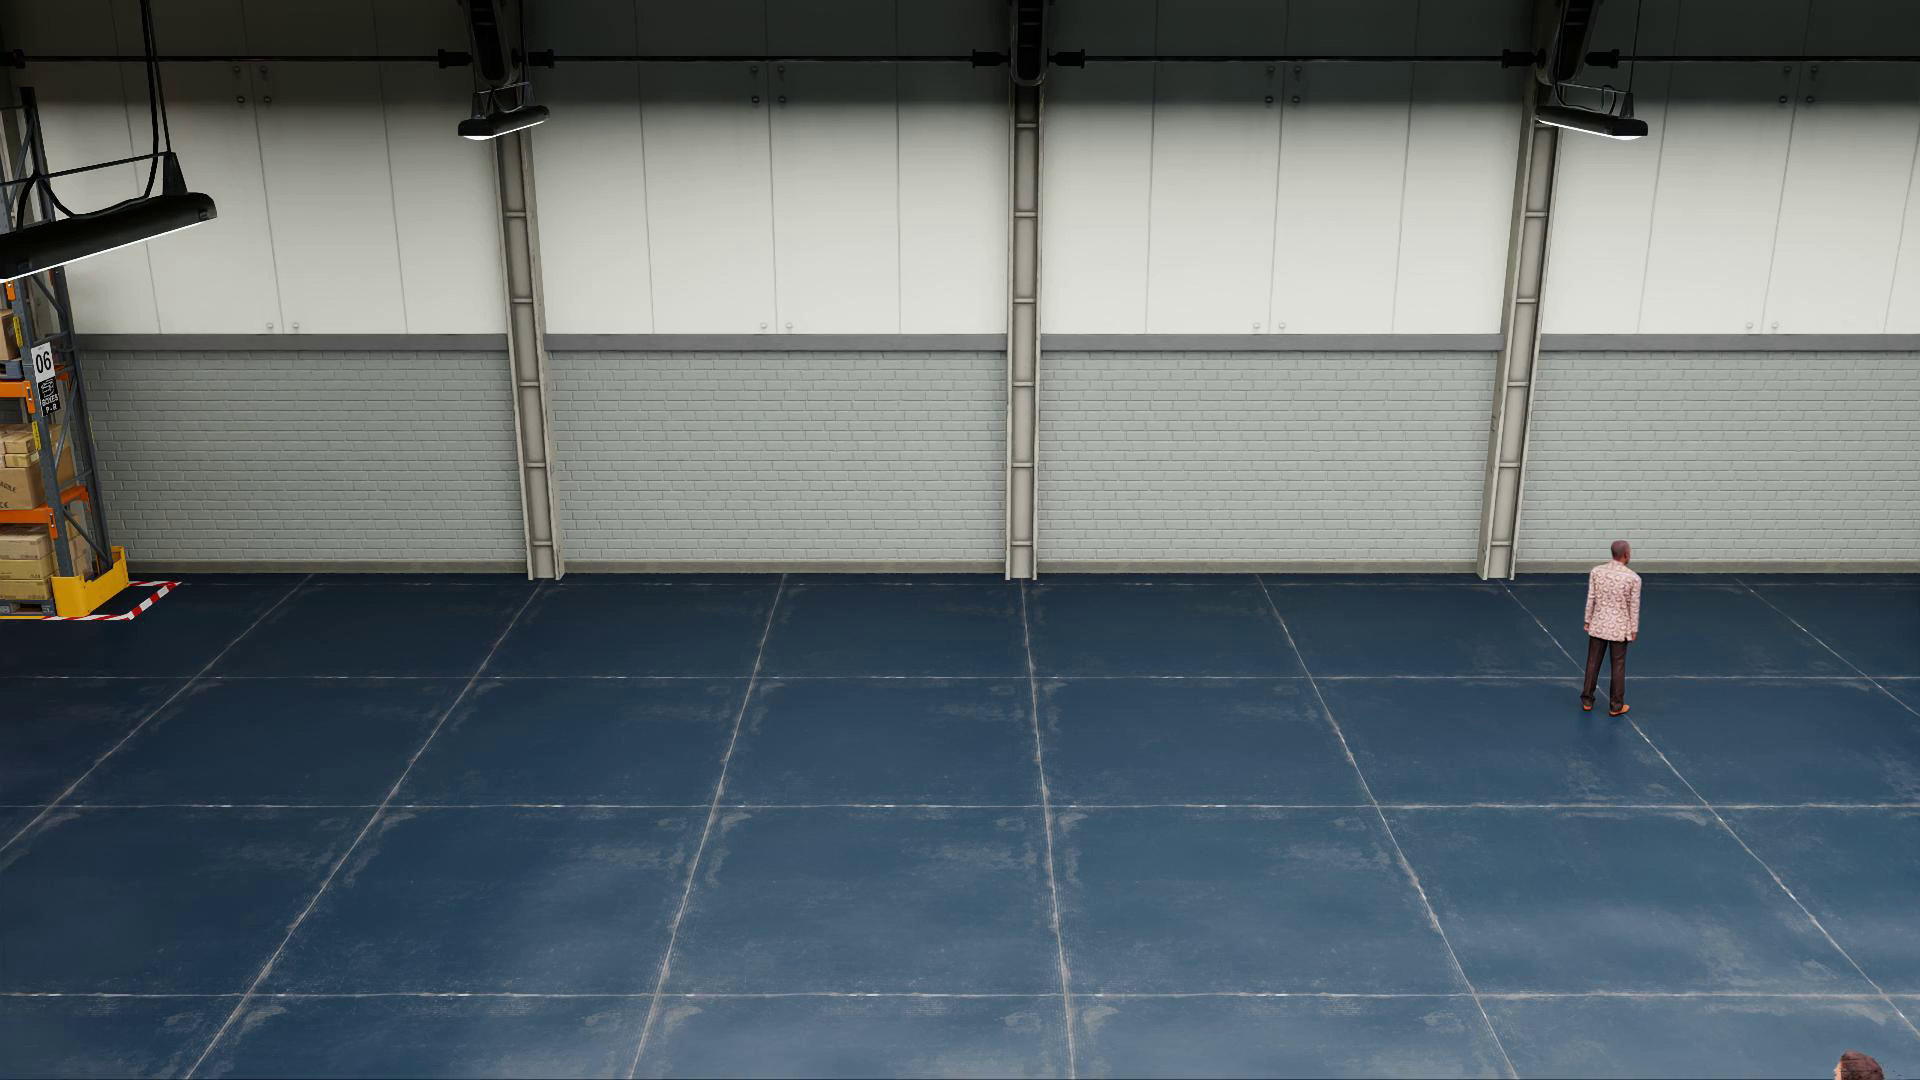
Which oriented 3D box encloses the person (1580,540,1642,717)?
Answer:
[{"bbox_3d":[6.568,0.880,16.795,0.756,1.809,0.837,14,23,37],"label":"person"}]
